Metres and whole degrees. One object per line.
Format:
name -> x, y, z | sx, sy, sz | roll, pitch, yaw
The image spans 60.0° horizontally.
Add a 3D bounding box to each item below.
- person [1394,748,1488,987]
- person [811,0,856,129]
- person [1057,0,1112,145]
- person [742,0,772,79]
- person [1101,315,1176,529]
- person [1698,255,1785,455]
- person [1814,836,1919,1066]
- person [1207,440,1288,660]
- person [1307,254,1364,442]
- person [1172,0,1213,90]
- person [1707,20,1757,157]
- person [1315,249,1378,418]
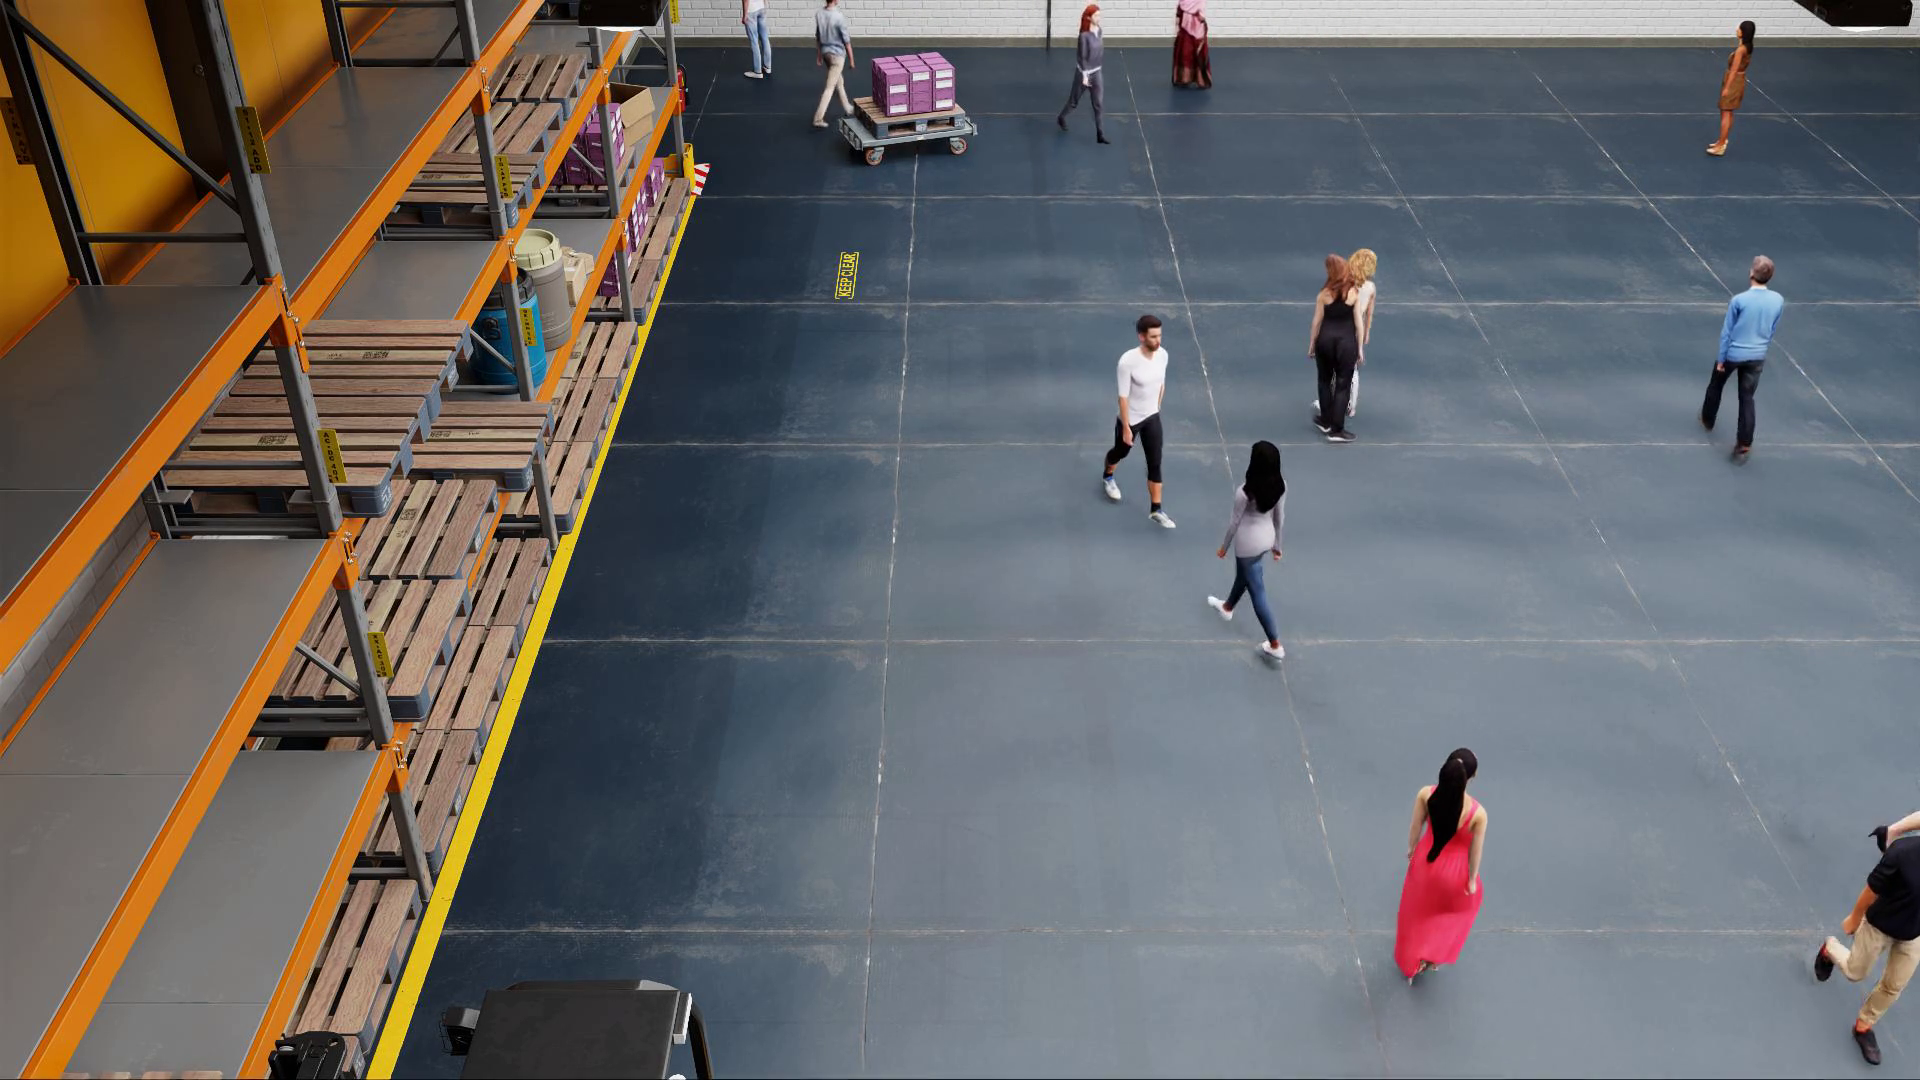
person -> 2.734, 1.950, 9.563 | 0.792, 1.712, 0.861 | 21, 39, 29
person -> -1.729, -6.322, 21.925 | 1.168, 1.803, 1.298 | 24, 41, 32
person -> 1.593, -6.033, 21.546 | 1.067, 1.742, 1.190 | -24, 41, -32
person -> -2.934, -7.558, 23.743 | 0.790, 1.850, 0.679 | 19, 38, 26
person -> 1.441, -1.059, 14.002 | 1.030, 1.810, 1.311 | -16, 37, -22
person -> 7.042, -1.625, 14.874 | 0.734, 1.786, 1.170 | 4, 34, 6
person -> 5.197, 2.076, 9.265 | 0.736, 1.831, 0.973 | 5, 34, 7
person -> 2.241, 0.108, 12.349 | 1.029, 1.695, 1.209 | -18, 38, -25
person -> 3.428, -1.731, 15.101 | 0.753, 1.712, 0.770 | 14, 36, 20
person -> 3.253, -7.148, 23.338 | 0.874, 1.616, 0.930 | 29, 43, 36
person -> 9.853, -5.763, 21.190 | 0.698, 1.687, 0.601 | 19, 38, 26
person -> 3.551, -1.908, 15.420 | 0.666, 1.653, 0.648 | -14, 36, -21
